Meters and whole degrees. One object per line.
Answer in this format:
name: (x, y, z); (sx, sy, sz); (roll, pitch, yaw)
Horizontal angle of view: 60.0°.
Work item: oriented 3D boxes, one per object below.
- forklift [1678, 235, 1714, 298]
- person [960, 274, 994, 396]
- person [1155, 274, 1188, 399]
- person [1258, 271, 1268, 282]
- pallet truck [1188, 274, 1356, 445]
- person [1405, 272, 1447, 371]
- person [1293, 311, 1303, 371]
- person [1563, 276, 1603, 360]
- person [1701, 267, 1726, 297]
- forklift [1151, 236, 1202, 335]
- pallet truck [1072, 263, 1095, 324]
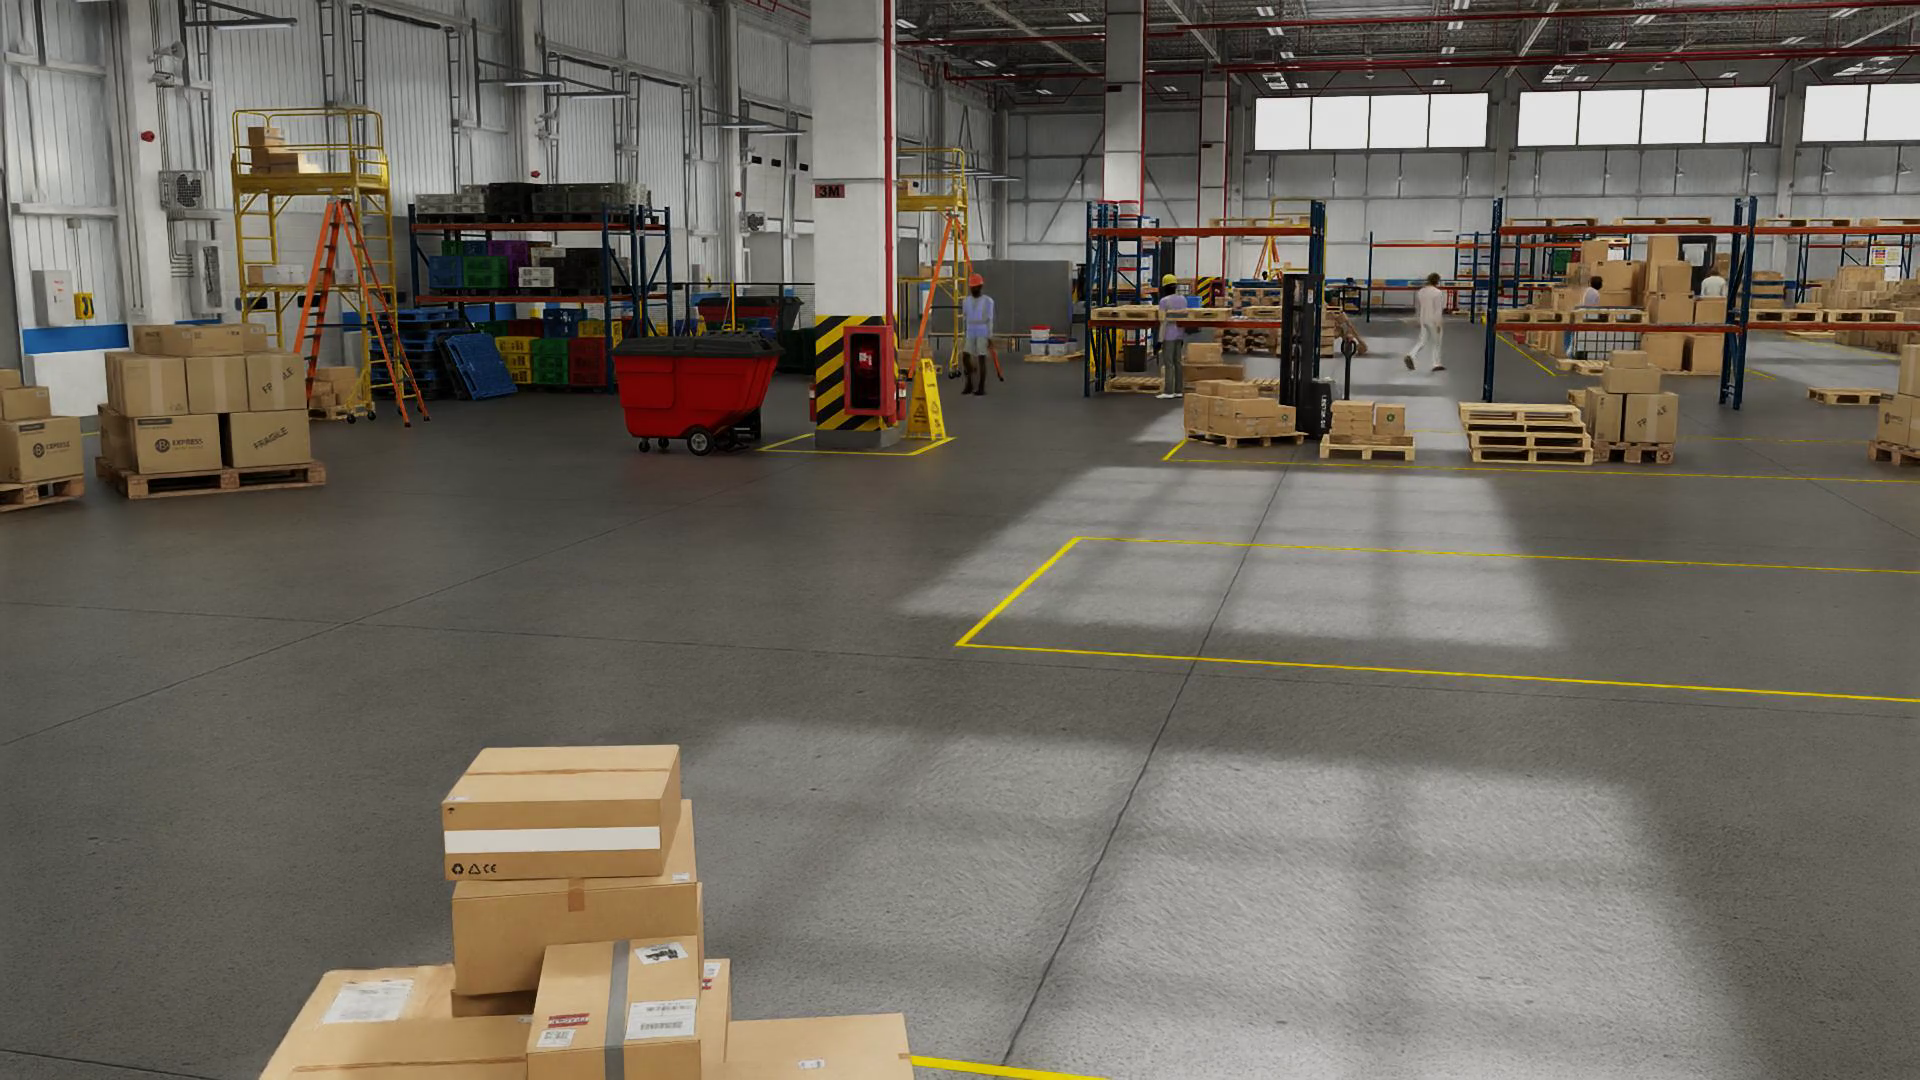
forklift: (21.463, -7.526, 48.719); (1.129, 2.768, 1.873); (5, 11, 26)
person: (0.255, -3.218, 26.176); (0.557, 1.919, 0.600); (4, 10, 21)
person: (3.251, -3.135, 25.698); (0.586, 1.917, 0.381); (-9, 13, -42)
person: (10.878, -8.759, 59.445); (0.540, 1.700, 0.316); (-6, 11, -30)
pallet truck: (3.653, -2.138, 19.590); (1.885, 1.965, 0.823); (-4, 10, -20)
person: (8.987, -4.171, 31.858); (0.807, 1.907, 0.653); (-5, 11, -27)
person: (6.623, -4.100, 31.918); (0.321, 1.736, 0.488); (6, 11, 31)
person: (12.961, -4.541, 34.323); (0.920, 1.808, 0.637); (2, 10, 12)
person: (21.296, -6.770, 47.072); (0.642, 1.927, 0.647); (4, 11, 24)
forklift: (5.866, -7.214, 46.878); (1.873, 2.768, 1.129); (2, 10, 14)
pallet truck: (4.325, -8.180, 55.162); (0.823, 1.965, 1.885); (6, 11, 31)
